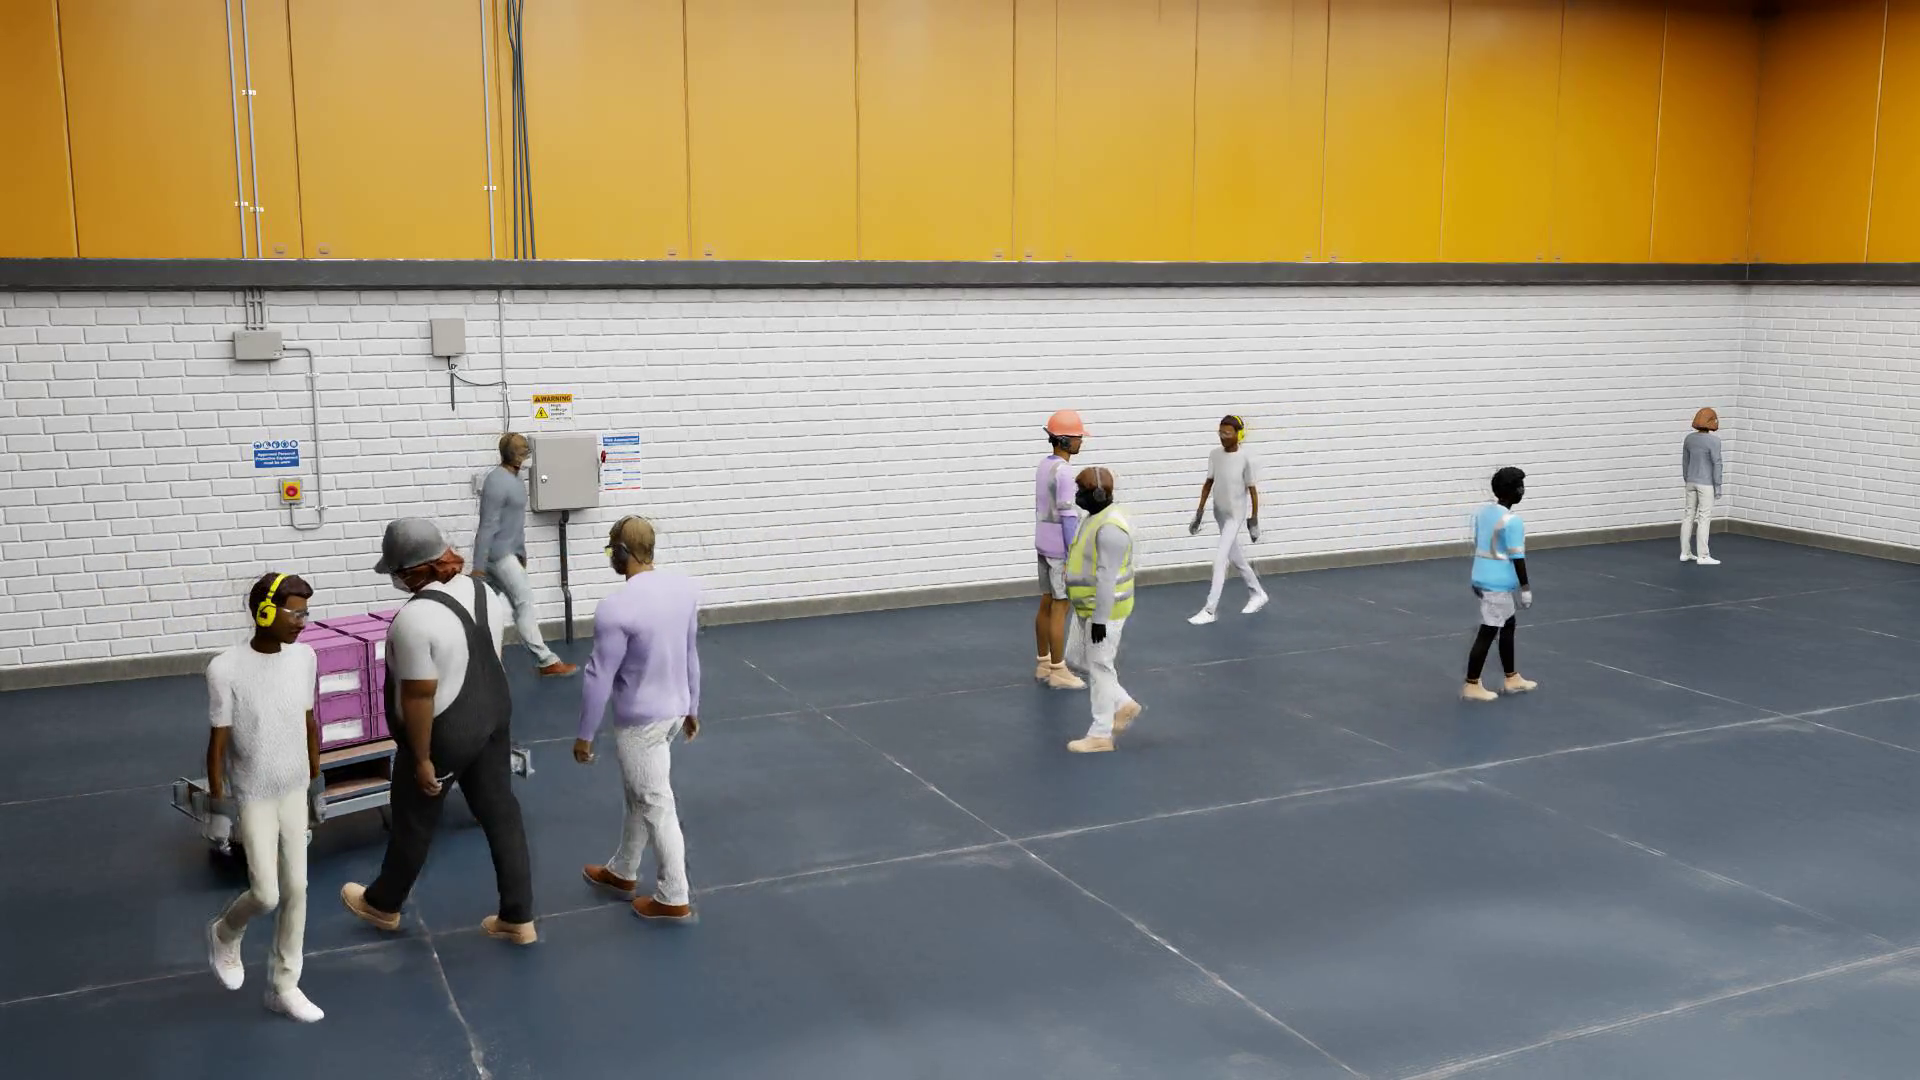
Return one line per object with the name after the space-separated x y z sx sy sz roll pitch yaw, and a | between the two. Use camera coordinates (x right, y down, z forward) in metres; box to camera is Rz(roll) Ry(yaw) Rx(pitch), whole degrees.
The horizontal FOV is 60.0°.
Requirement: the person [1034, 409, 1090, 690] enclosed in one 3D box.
0.746 0.064 12.164 0.392 2.045 0.608 -2 9 -14 | person

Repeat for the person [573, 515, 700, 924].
-1.595 0.831 7.794 0.804 1.911 0.646 4 10 23 | person

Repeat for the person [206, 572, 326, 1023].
-2.839 1.036 6.764 0.536 1.838 0.540 6 11 34 | person

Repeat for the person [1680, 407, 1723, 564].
7.732 -0.565 17.326 0.286 1.636 0.499 -3 10 -20 | person

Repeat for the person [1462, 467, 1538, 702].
3.890 0.318 11.711 0.727 1.665 0.555 -1 9 -5 | person

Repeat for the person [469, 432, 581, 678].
-3.424 0.120 12.409 1.071 1.872 0.691 -1 9 -5 | person

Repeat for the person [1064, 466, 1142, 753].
0.884 0.442 10.504 0.452 1.828 0.628 -2 9 -9 | person

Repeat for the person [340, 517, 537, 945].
-2.374 0.817 7.498 1.012 2.000 0.713 4 10 23 | person

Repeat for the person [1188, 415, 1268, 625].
2.387 -0.200 14.526 0.993 1.821 0.525 -6 11 -34 | person
